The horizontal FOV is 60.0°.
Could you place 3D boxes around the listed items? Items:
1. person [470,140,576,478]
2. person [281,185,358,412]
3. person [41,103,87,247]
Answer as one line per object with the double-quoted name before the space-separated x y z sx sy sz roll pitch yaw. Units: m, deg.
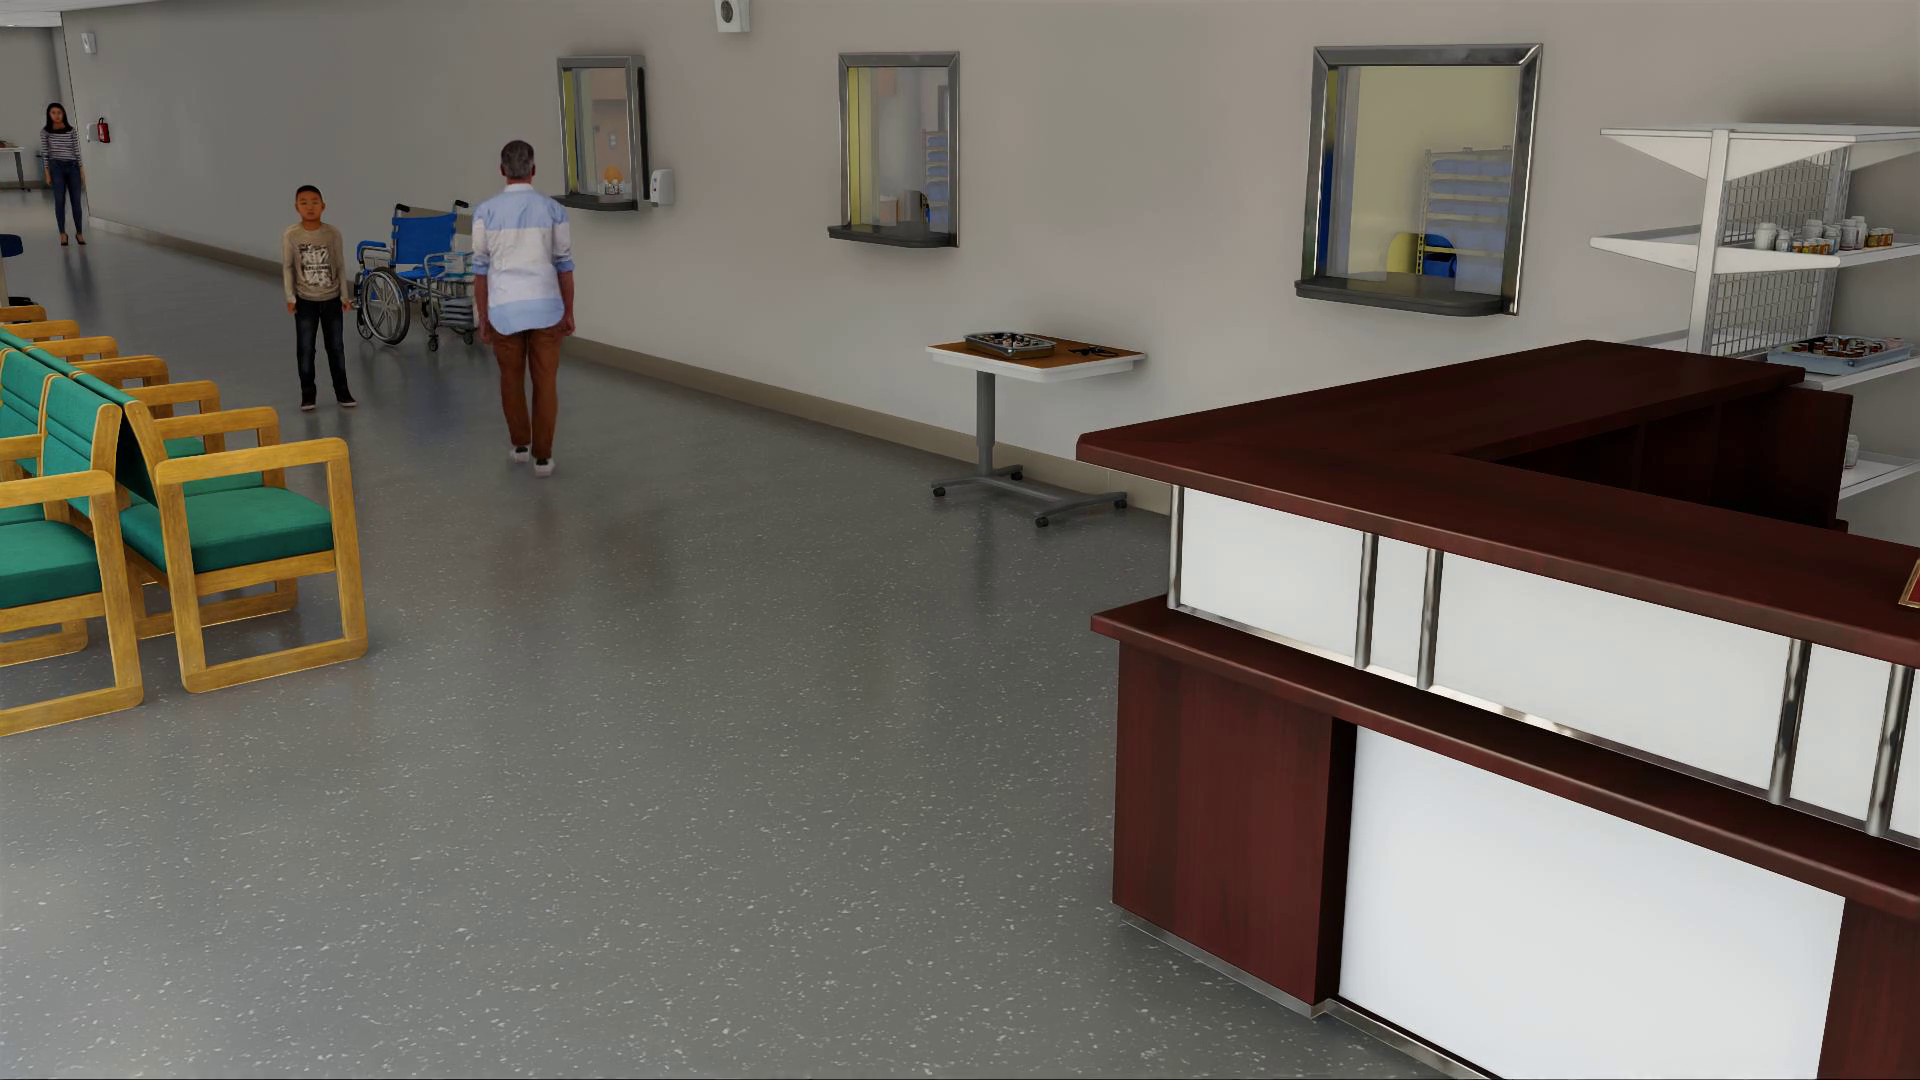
"person" -2.368 -1.235 9.060 0.883 1.815 0.946 -3 16 -9
"person" -4.266 -1.611 11.040 0.496 1.465 0.645 -9 18 -29
"person" -11.489 -4.689 21.350 0.454 1.795 0.663 -12 19 -35
